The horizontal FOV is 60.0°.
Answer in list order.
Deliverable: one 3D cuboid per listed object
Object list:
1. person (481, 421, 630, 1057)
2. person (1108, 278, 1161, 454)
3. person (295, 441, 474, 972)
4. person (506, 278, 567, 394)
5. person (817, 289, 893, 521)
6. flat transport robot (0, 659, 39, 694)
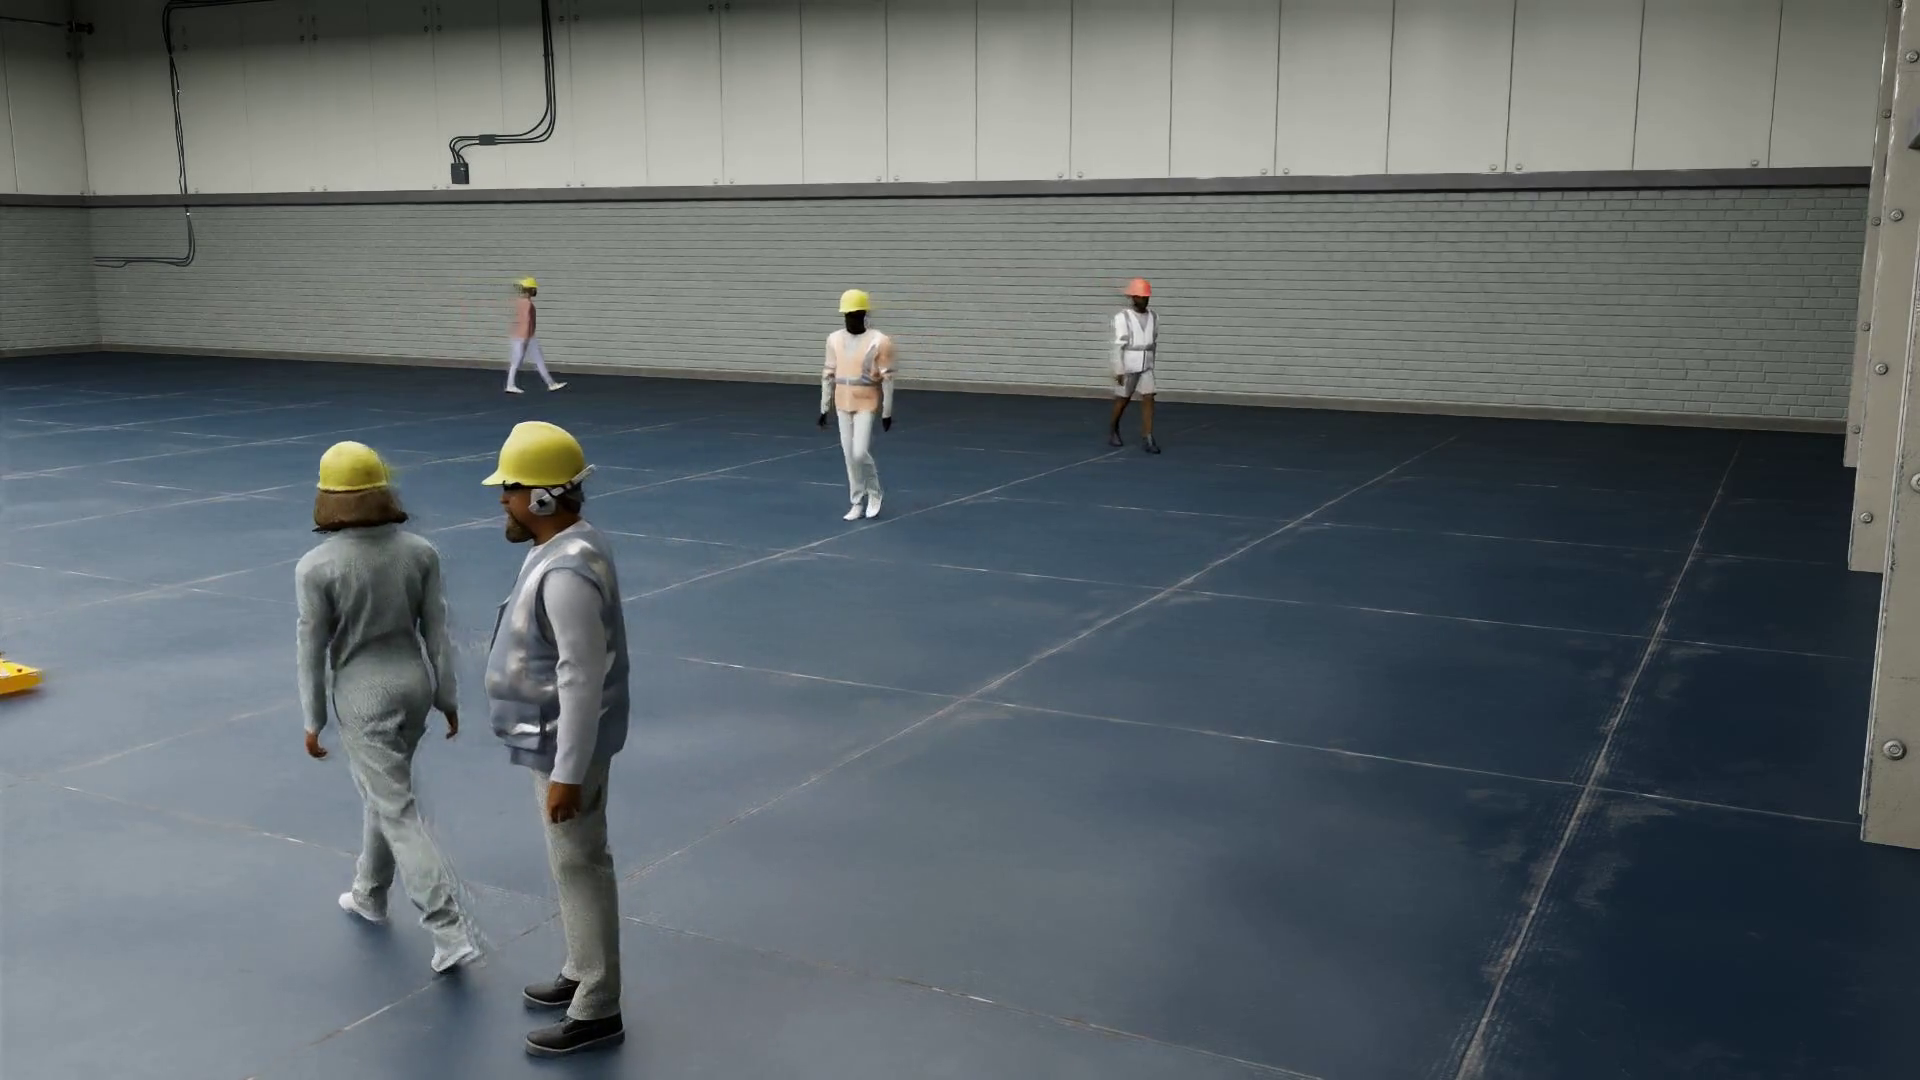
[{"bbox_3d":[-1.157,0.569,4.812,0.404,1.829,0.600,-3,11,-14],"label":"person"},{"bbox_3d":[1.902,-1.923,18.255,0.558,1.898,0.968,-5,11,-23],"label":"person"},{"bbox_3d":[-1.849,0.530,5.405,0.915,1.697,0.493,9,14,40],"label":"person"},{"bbox_3d":[-6.378,-3.041,24.789,0.912,1.710,0.543,-5,12,-27],"label":"person"},{"bbox_3d":[-0.868,-1.098,13.686,0.595,1.911,0.418,6,12,30],"label":"person"},{"bbox_3d":[-5.438,0.729,8.198,0.652,0.197,1.431,7,13,35],"label":"flat transport robot"}]
